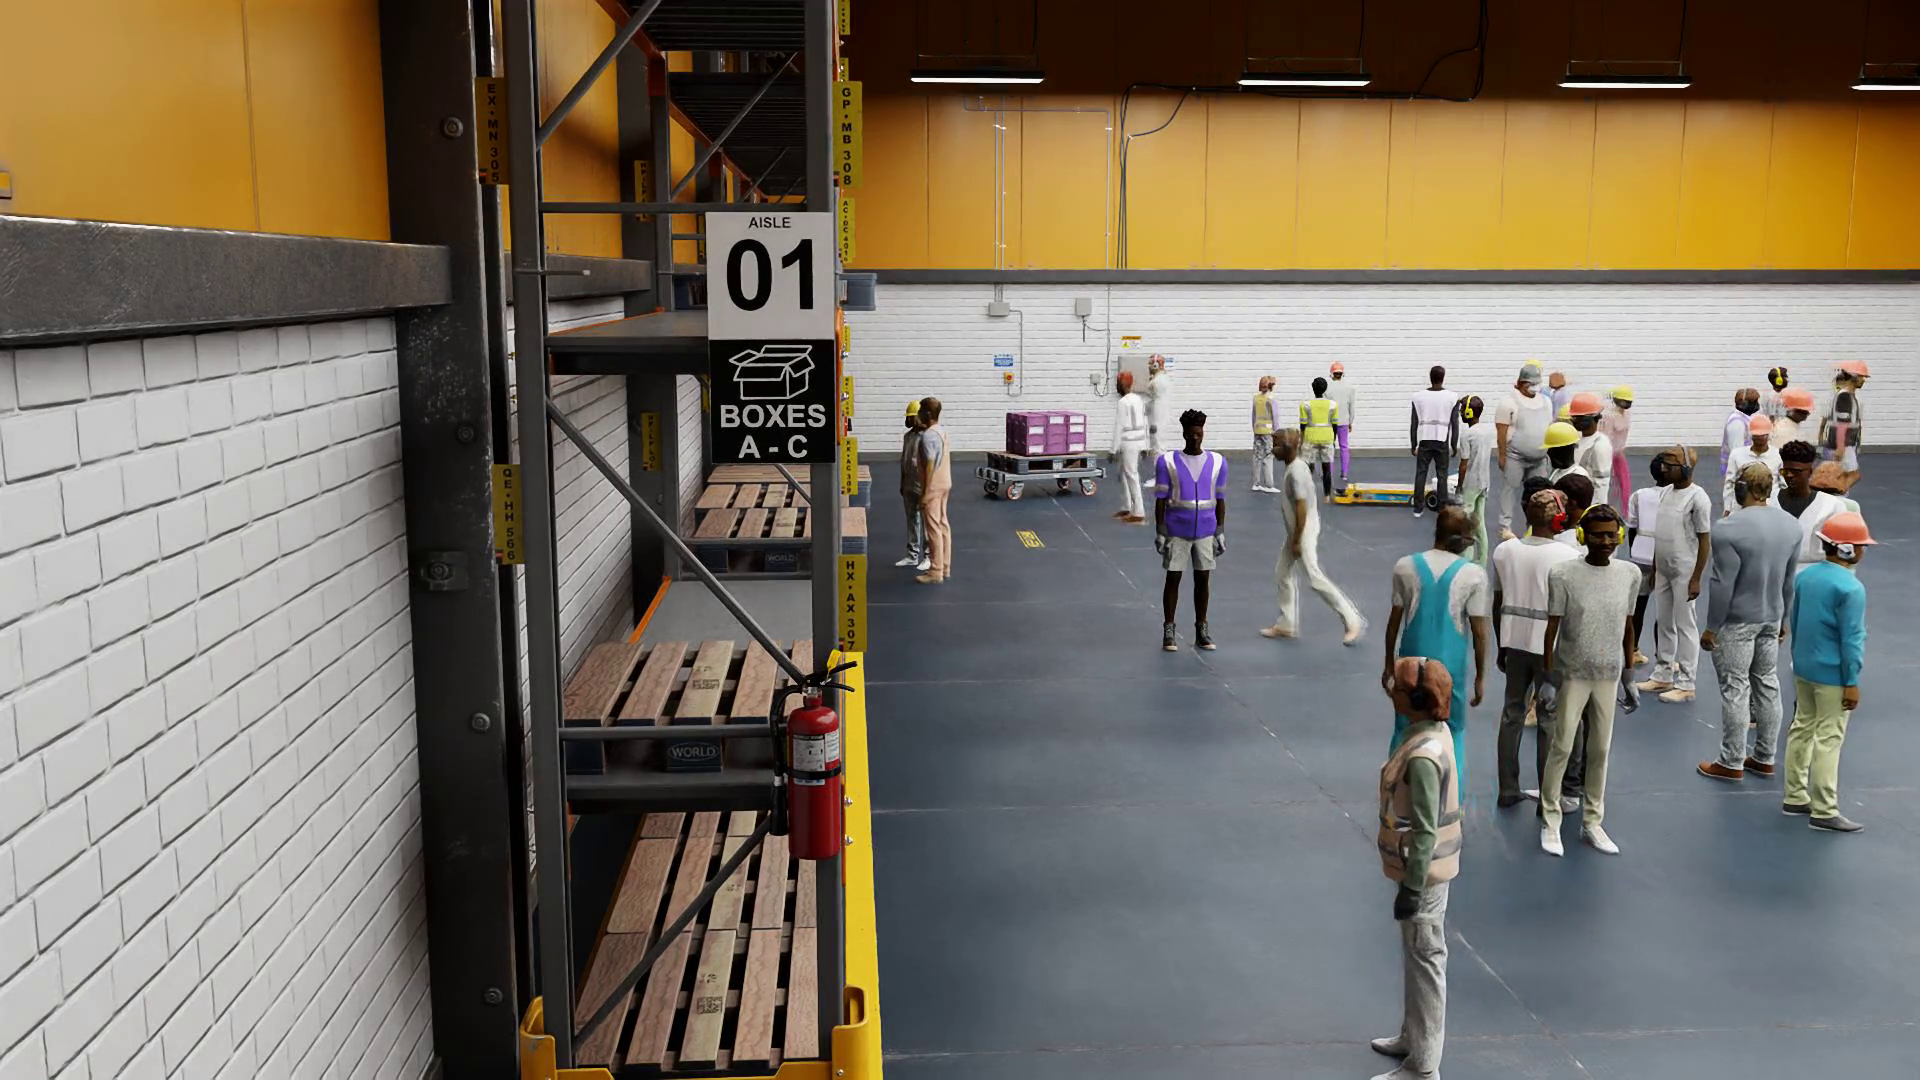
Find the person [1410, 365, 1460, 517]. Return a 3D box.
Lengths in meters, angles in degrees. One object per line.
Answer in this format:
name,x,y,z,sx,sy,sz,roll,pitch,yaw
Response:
person,5.938,-1.229,20.859,0.588,1.909,0.398,4,10,22

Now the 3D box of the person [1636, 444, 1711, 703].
person,5.101,0.236,11.846,0.325,1.843,0.516,-2,9,-12

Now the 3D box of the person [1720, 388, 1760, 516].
person,8.347,-0.703,17.755,0.429,1.844,0.625,5,10,28

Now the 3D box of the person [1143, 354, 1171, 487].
person,2.809,-1.711,23.881,0.407,1.906,0.655,2,9,15

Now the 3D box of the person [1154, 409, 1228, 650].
person,1.868,-0.083,13.470,0.606,1.966,0.367,-1,9,-7

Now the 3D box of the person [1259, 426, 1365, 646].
person,2.931,-0.036,13.720,0.812,1.806,0.551,1,9,6

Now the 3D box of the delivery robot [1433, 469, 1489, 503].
delivery robot,6.401,-0.666,21.256,0.477,0.478,0.707,-6,11,-34

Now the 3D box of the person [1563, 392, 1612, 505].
person,5.354,-0.251,14.308,0.387,2.037,0.605,0,9,2

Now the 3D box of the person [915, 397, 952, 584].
person,-0.265,-0.486,16.384,0.344,1.845,0.506,4,10,21

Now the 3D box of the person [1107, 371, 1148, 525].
person,2.013,-1.124,20.310,0.685,1.860,0.590,4,10,26

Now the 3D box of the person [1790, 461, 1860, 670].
person,6.556,0.211,12.664,0.498,1.634,0.283,7,11,37

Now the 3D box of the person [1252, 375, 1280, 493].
person,4.269,-1.475,23.228,0.311,1.642,0.513,-5,11,-31

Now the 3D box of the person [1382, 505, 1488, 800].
person,2.558,0.710,9.030,0.555,1.813,0.524,4,10,22

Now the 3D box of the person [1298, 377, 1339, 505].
person,4.726,-1.300,21.950,0.535,1.700,0.318,0,9,0

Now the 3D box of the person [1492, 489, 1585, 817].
person,3.241,0.634,9.355,0.390,1.843,0.565,-7,12,-39

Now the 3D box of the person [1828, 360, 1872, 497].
person,10.667,-1.156,20.017,0.411,2.022,0.618,5,10,29

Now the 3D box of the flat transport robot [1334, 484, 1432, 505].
flat transport robot,5.708,-0.611,22.093,1.431,0.197,0.652,2,9,11

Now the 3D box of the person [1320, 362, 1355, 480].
person,5.573,-1.766,24.700,0.563,1.751,0.342,-2,9,-10

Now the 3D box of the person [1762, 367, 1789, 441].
person,10.381,-1.270,21.212,0.328,1.877,0.514,4,10,23

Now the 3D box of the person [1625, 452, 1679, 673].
person,5.348,0.166,12.746,0.319,1.695,0.538,-5,10,-29

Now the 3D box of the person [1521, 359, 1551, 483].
person,8.252,-1.705,24.072,0.404,1.833,0.590,-3,10,-20

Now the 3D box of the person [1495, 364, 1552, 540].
person,6.504,-1.013,19.077,0.682,2.000,0.535,-2,9,-14

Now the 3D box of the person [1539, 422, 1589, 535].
person,4.604,0.056,12.752,0.381,1.917,0.585,1,9,5

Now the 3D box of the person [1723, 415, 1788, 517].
person,7.384,-0.292,15.454,0.576,1.747,0.339,7,12,38

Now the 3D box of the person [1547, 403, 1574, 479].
person,6.158,-0.521,16.919,0.296,1.744,0.487,-2,9,-12

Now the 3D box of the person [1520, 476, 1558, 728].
person,3.877,0.414,11.196,0.317,1.694,0.540,3,9,17

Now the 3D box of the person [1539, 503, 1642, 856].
person,3.297,0.726,8.697,0.526,1.869,0.315,-1,9,-3

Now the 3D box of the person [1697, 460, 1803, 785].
person,4.710,0.492,9.946,0.633,1.938,0.356,-3,10,-20

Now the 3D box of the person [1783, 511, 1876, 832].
person,4.797,0.709,9.158,0.340,1.752,0.564,0,9,-2

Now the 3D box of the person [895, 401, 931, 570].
person,-0.448,-0.567,17.206,0.294,1.744,0.487,-9,13,-44

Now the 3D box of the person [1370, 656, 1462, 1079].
person,1.707,1.237,6.210,0.312,1.639,0.512,3,9,17

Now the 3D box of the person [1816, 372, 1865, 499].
person,11.189,-1.239,21.173,0.516,1.840,0.920,4,10,21

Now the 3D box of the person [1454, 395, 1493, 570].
person,5.042,-0.495,16.407,0.509,1.860,0.334,-7,12,-39

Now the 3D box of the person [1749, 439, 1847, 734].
person,5.490,0.310,11.003,0.613,1.963,0.361,8,12,40

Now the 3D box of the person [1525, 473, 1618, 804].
person,3.529,0.570,9.536,0.587,1.915,0.392,-9,12,-43
